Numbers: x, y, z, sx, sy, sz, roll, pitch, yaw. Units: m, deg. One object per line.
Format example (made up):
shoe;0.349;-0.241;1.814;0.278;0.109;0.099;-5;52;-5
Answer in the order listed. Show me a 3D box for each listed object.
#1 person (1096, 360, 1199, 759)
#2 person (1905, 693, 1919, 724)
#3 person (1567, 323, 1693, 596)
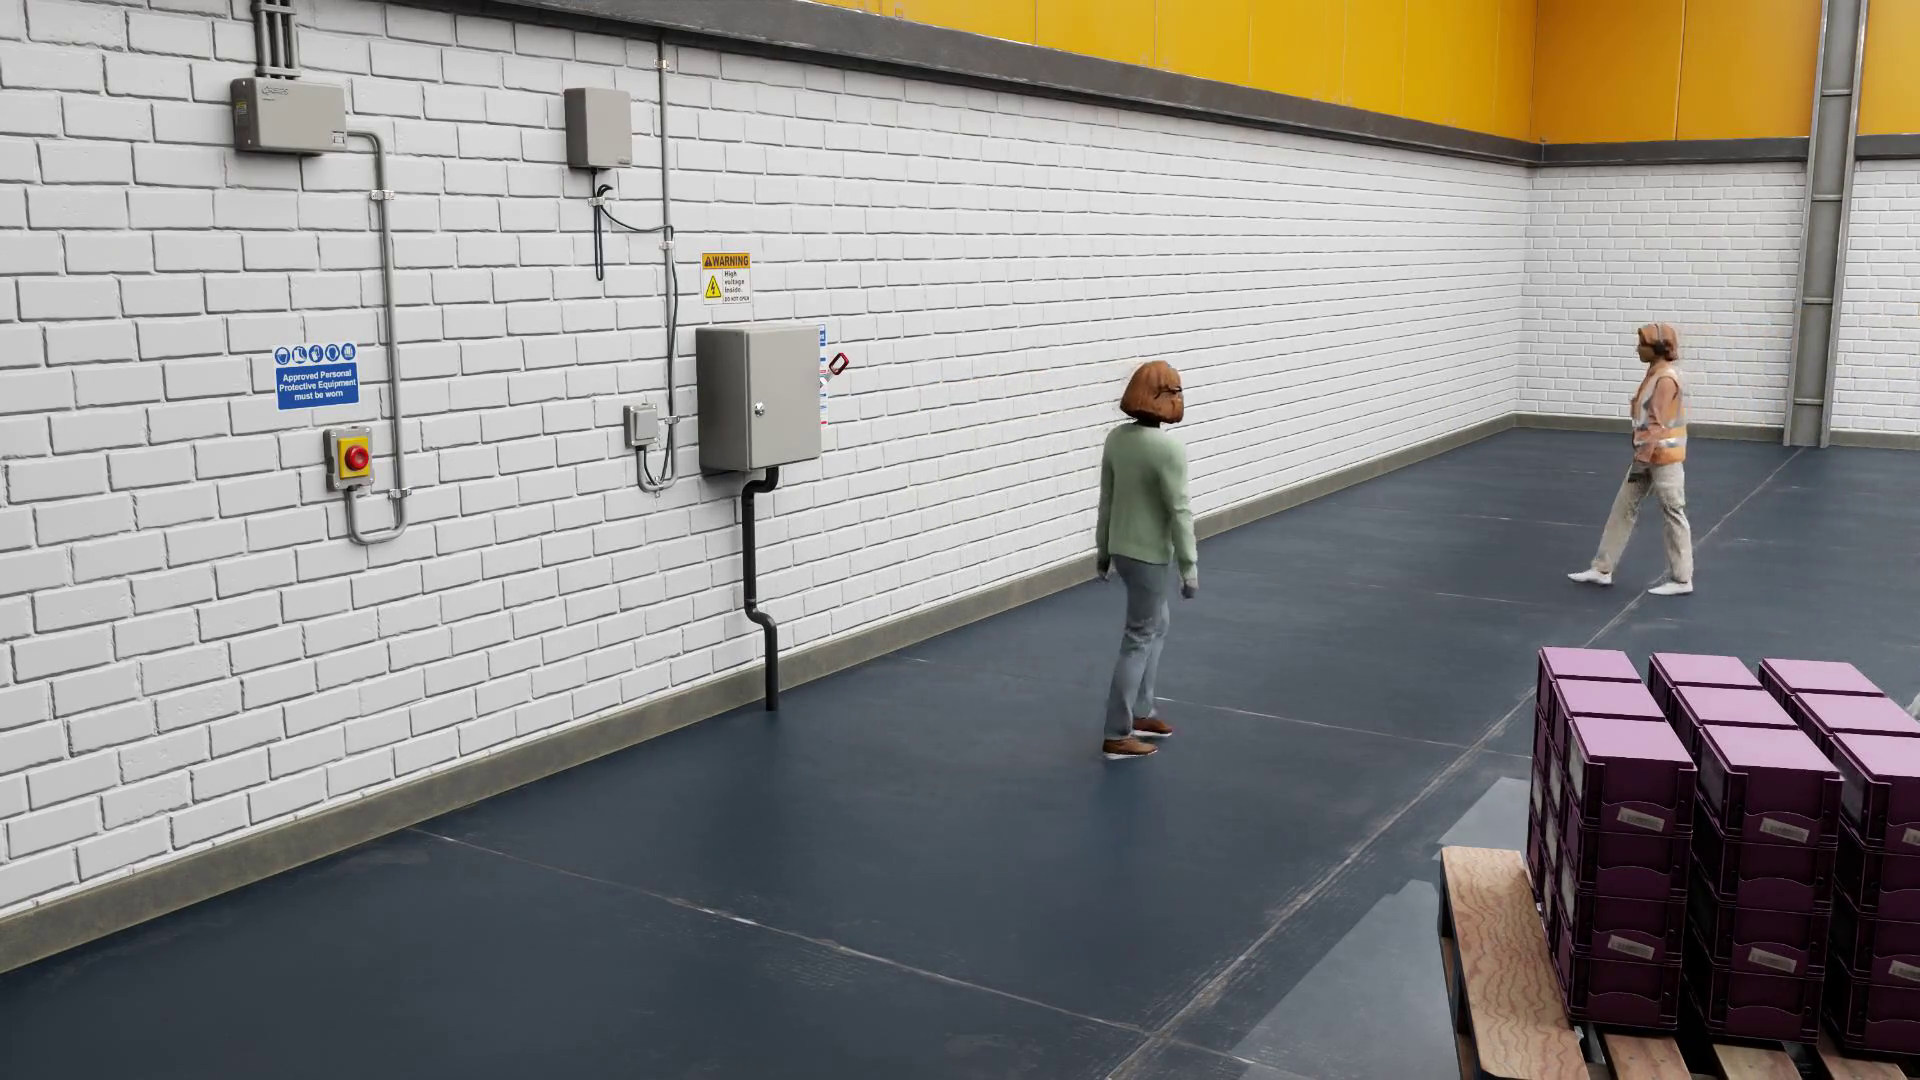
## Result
person;0.796;0.082;6.781;0.584;1.618;0.524;-5;12;-28
person;3.706;0.138;5.774;1.026;1.889;0.637;7;12;32
person;4.007;-0.465;9.825;0.774;1.605;0.525;2;10;9
